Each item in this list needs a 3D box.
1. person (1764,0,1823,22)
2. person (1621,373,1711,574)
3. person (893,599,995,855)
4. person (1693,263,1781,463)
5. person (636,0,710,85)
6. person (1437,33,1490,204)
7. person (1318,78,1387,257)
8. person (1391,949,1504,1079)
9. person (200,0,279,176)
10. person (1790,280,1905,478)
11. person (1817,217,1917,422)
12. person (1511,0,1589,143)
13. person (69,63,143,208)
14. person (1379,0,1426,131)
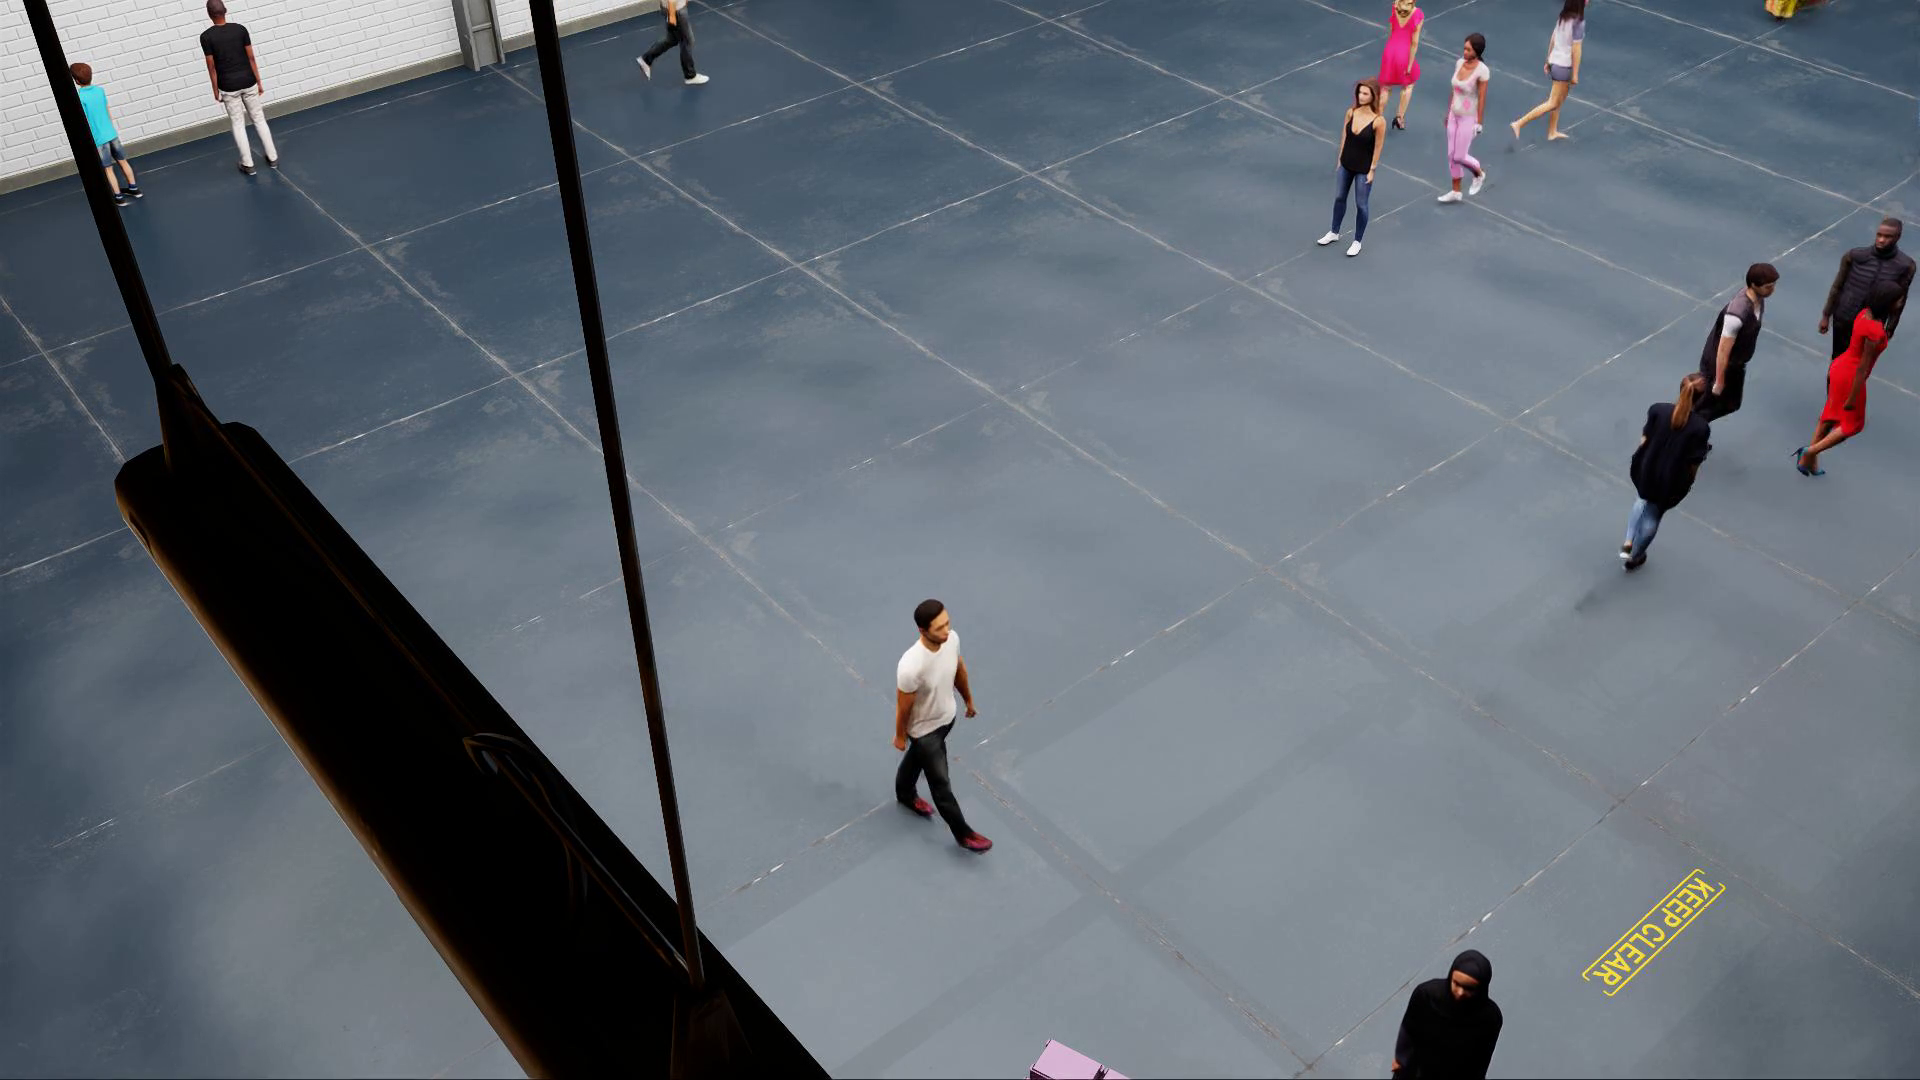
[{"bbox_3d":[10.308,-7.161,20.257,0.963,1.630,1.098,25,45,28],"label":"person"},{"bbox_3d":[4.935,-0.431,11.796,0.666,1.673,0.681,31,48,33],"label":"person"},{"bbox_3d":[-0.254,1.026,9.889,0.920,1.777,1.045,23,44,26],"label":"person"},{"bbox_3d":[5.836,-1.411,12.902,0.786,1.825,0.597,27,46,30],"label":"person"},{"bbox_3d":[-3.298,-5.944,18.607,1.135,1.789,0.938,-8,39,-10],"label":"person"},{"bbox_3d":[5.037,-4.171,16.443,0.810,1.719,0.694,-18,42,-22],"label":"person"},{"bbox_3d":[3.742,-3.525,15.631,0.541,1.722,0.613,-32,48,-34],"label":"person"},{"bbox_3d":[2.341,2.554,8.106,0.694,1.613,0.714,16,41,19],"label":"person"},{"bbox_3d":[-7.359,-4.622,16.939,0.512,1.804,0.691,-29,47,-31],"label":"person"},{"bbox_3d":[6.706,-1.207,12.720,0.791,1.733,0.729,7,39,9],"label":"person"},{"bbox_3d":[7.246,-1.791,13.380,0.802,1.821,0.826,22,44,25],"label":"person"},{"bbox_3d":[6.226,-4.930,17.401,1.081,1.709,0.894,-7,39,-9],"label":"person"},{"bbox_3d":[-8.500,-4.031,16.485,0.651,1.448,0.559,12,40,15],"label":"person"},{"bbox_3d":[4.585,-5.071,17.574,0.609,1.713,0.688,31,48,32],"label":"person"}]
